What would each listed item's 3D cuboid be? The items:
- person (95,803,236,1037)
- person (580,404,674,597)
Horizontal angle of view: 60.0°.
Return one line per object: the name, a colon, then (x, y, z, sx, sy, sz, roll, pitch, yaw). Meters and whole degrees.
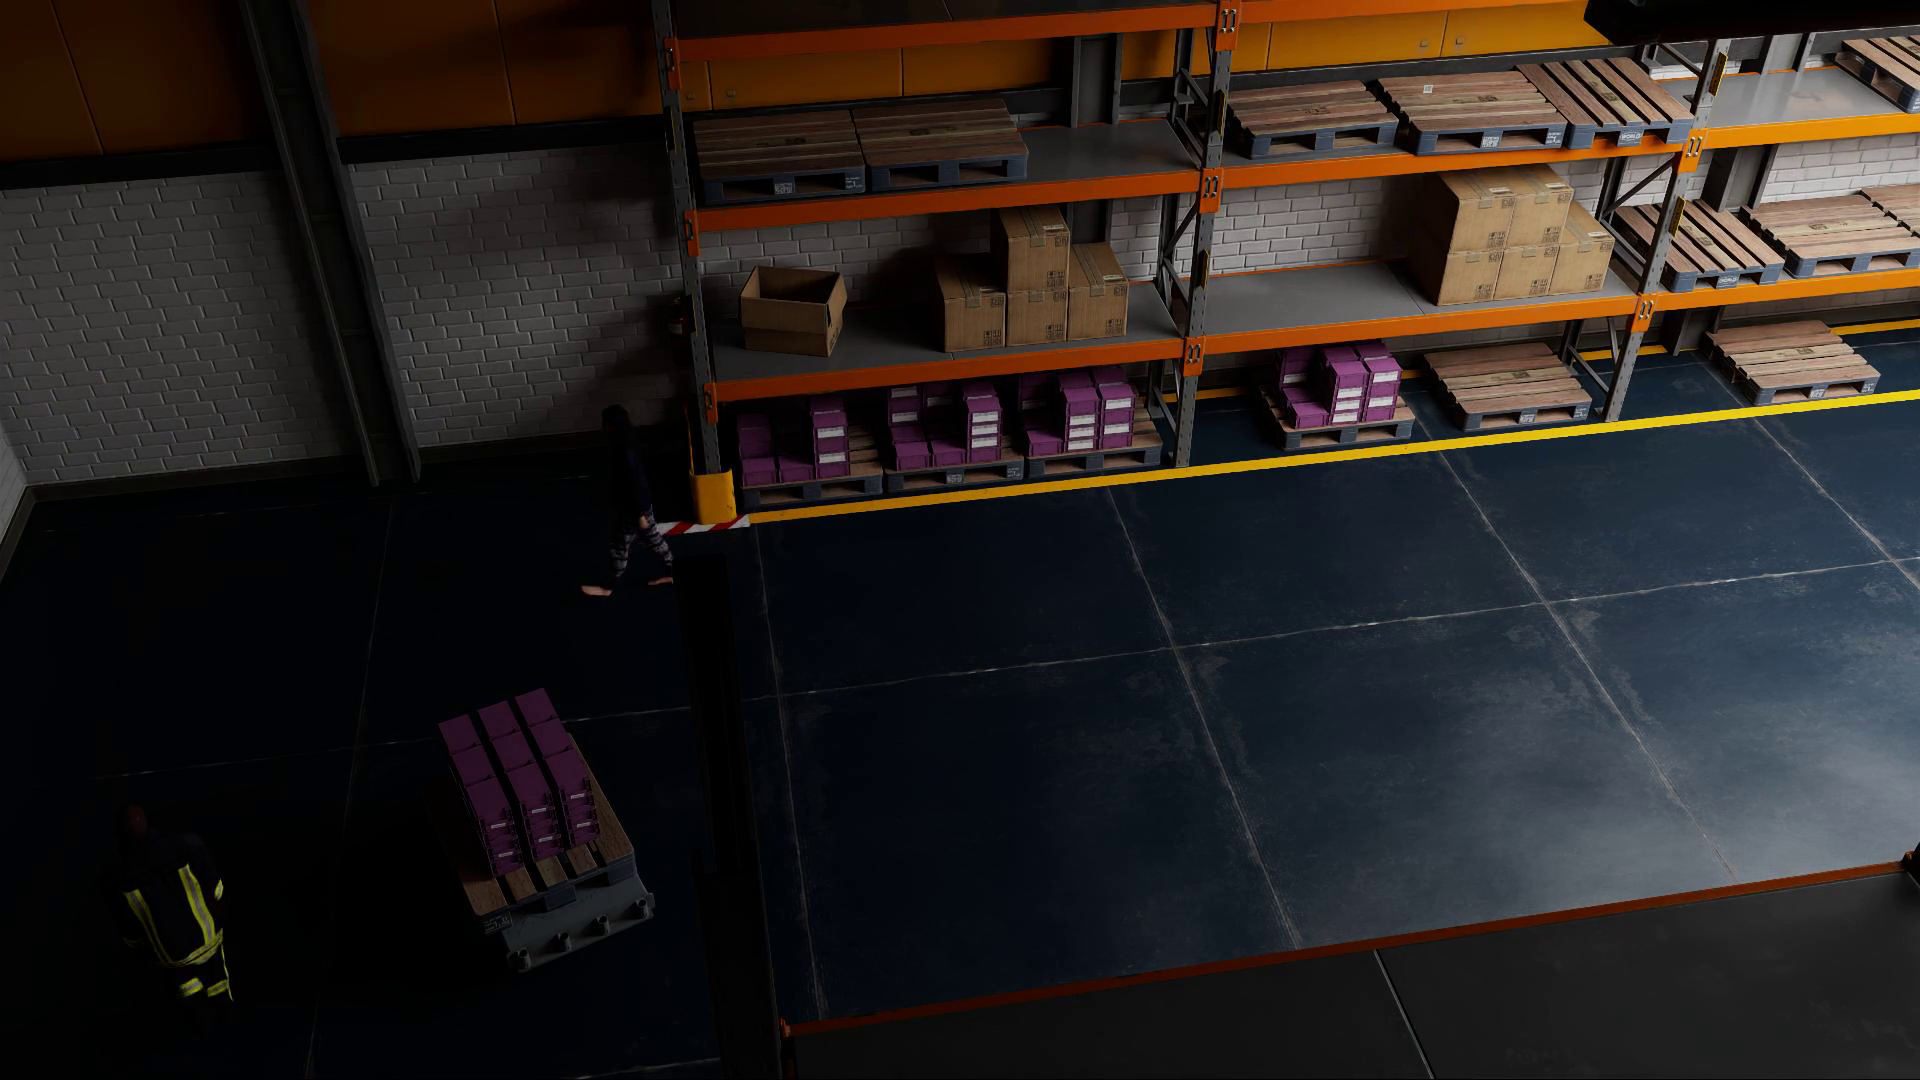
person: (-4.435, 2.184, 9.445, 0.938, 1.810, 0.963, -21, 43, -24)
person: (-2.399, -0.300, 12.642, 0.984, 1.702, 0.663, -9, 39, -11)
